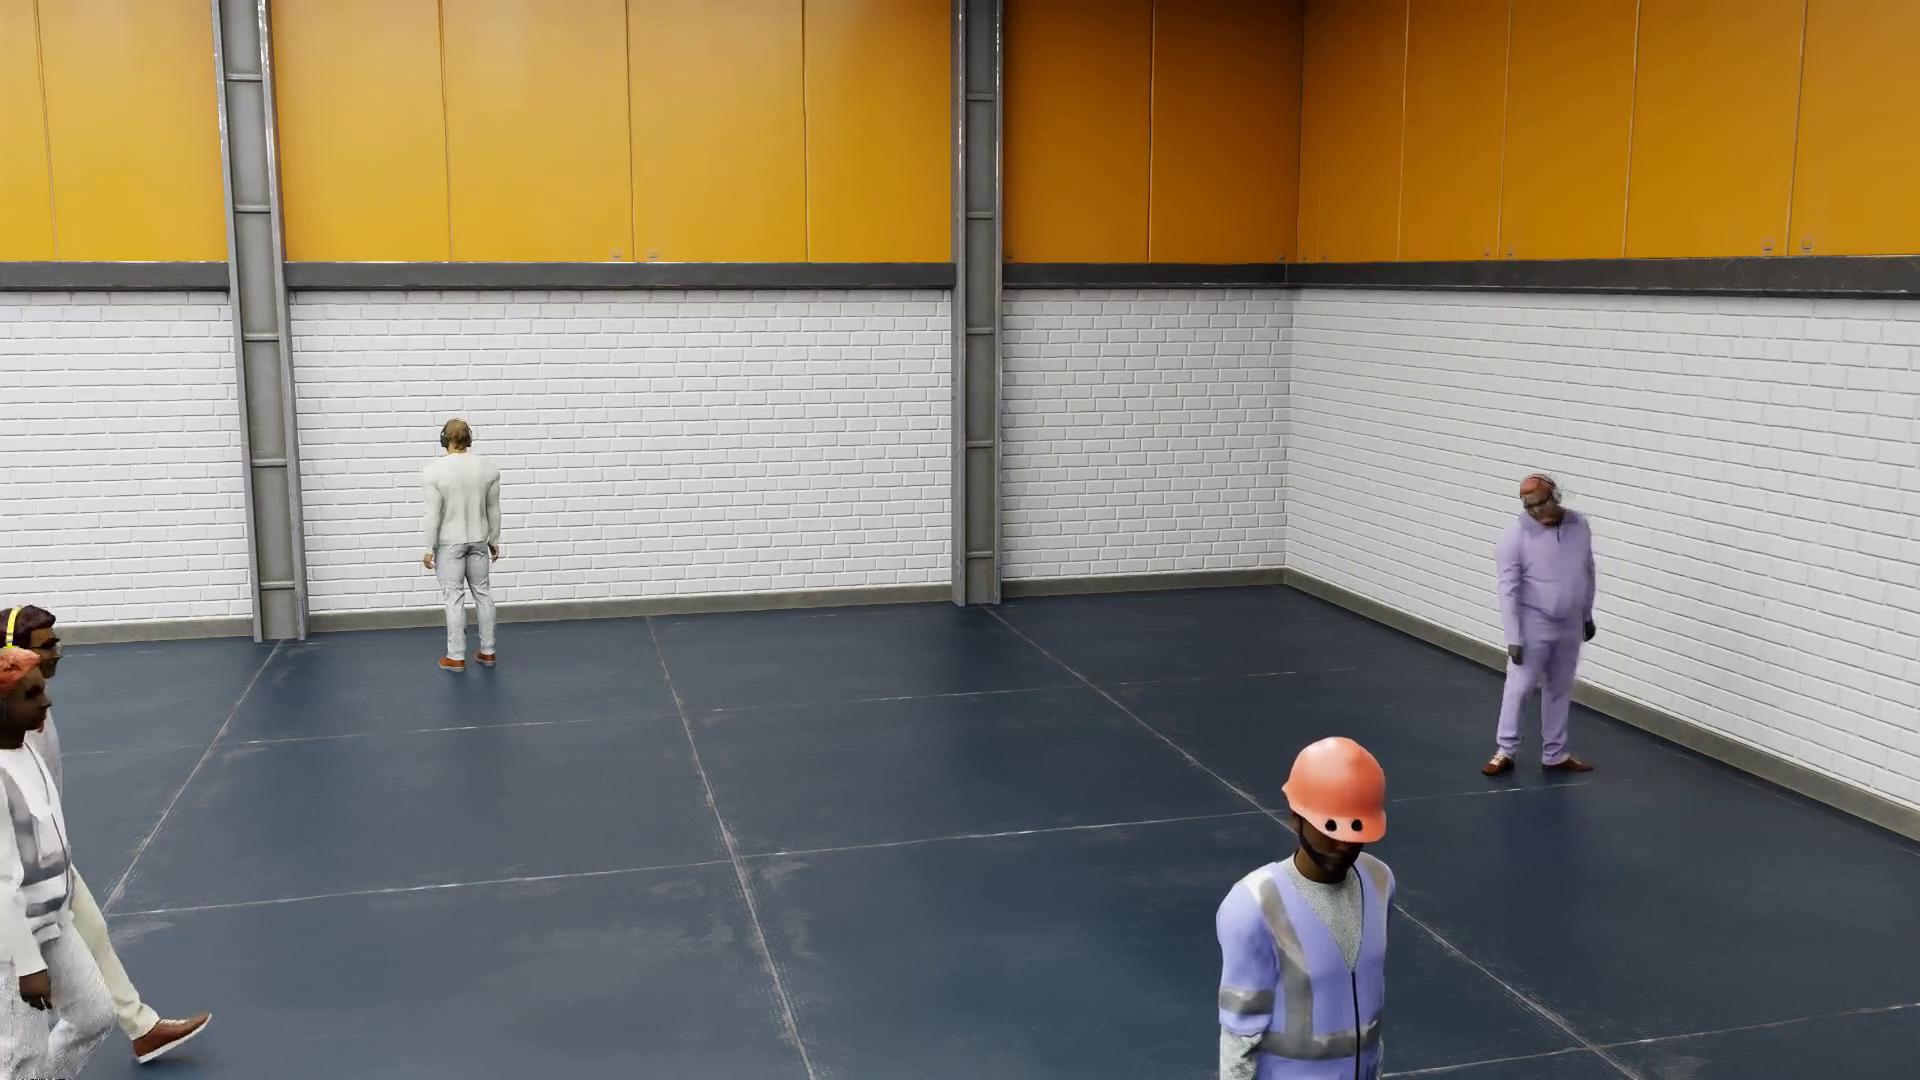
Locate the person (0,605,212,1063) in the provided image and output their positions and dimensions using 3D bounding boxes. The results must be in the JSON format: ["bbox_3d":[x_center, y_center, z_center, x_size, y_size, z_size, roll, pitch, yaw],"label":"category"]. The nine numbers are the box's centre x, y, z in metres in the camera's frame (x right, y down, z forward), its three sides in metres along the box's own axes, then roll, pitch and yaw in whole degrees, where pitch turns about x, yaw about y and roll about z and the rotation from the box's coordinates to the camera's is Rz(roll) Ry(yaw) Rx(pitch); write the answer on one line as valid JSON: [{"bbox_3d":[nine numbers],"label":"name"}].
[{"bbox_3d":[-3.393,1.143,6.182,0.984,1.819,0.550,-1,9,-6],"label":"person"}]

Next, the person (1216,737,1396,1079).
[{"bbox_3d":[0.887,1.417,4.132,0.551,1.930,0.375,-6,11,-33],"label":"person"}]

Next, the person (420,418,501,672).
[{"bbox_3d":[-3.811,0.036,12.735,0.637,1.938,0.355,-9,12,-43],"label":"person"}]

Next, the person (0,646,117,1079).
[{"bbox_3d":[-2.972,1.257,5.323,0.412,1.868,0.584,-2,9,-11],"label":"person"}]

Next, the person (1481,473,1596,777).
[{"bbox_3d":[3.547,0.521,9.972,0.728,1.863,0.396,-3,10,-20],"label":"person"}]
